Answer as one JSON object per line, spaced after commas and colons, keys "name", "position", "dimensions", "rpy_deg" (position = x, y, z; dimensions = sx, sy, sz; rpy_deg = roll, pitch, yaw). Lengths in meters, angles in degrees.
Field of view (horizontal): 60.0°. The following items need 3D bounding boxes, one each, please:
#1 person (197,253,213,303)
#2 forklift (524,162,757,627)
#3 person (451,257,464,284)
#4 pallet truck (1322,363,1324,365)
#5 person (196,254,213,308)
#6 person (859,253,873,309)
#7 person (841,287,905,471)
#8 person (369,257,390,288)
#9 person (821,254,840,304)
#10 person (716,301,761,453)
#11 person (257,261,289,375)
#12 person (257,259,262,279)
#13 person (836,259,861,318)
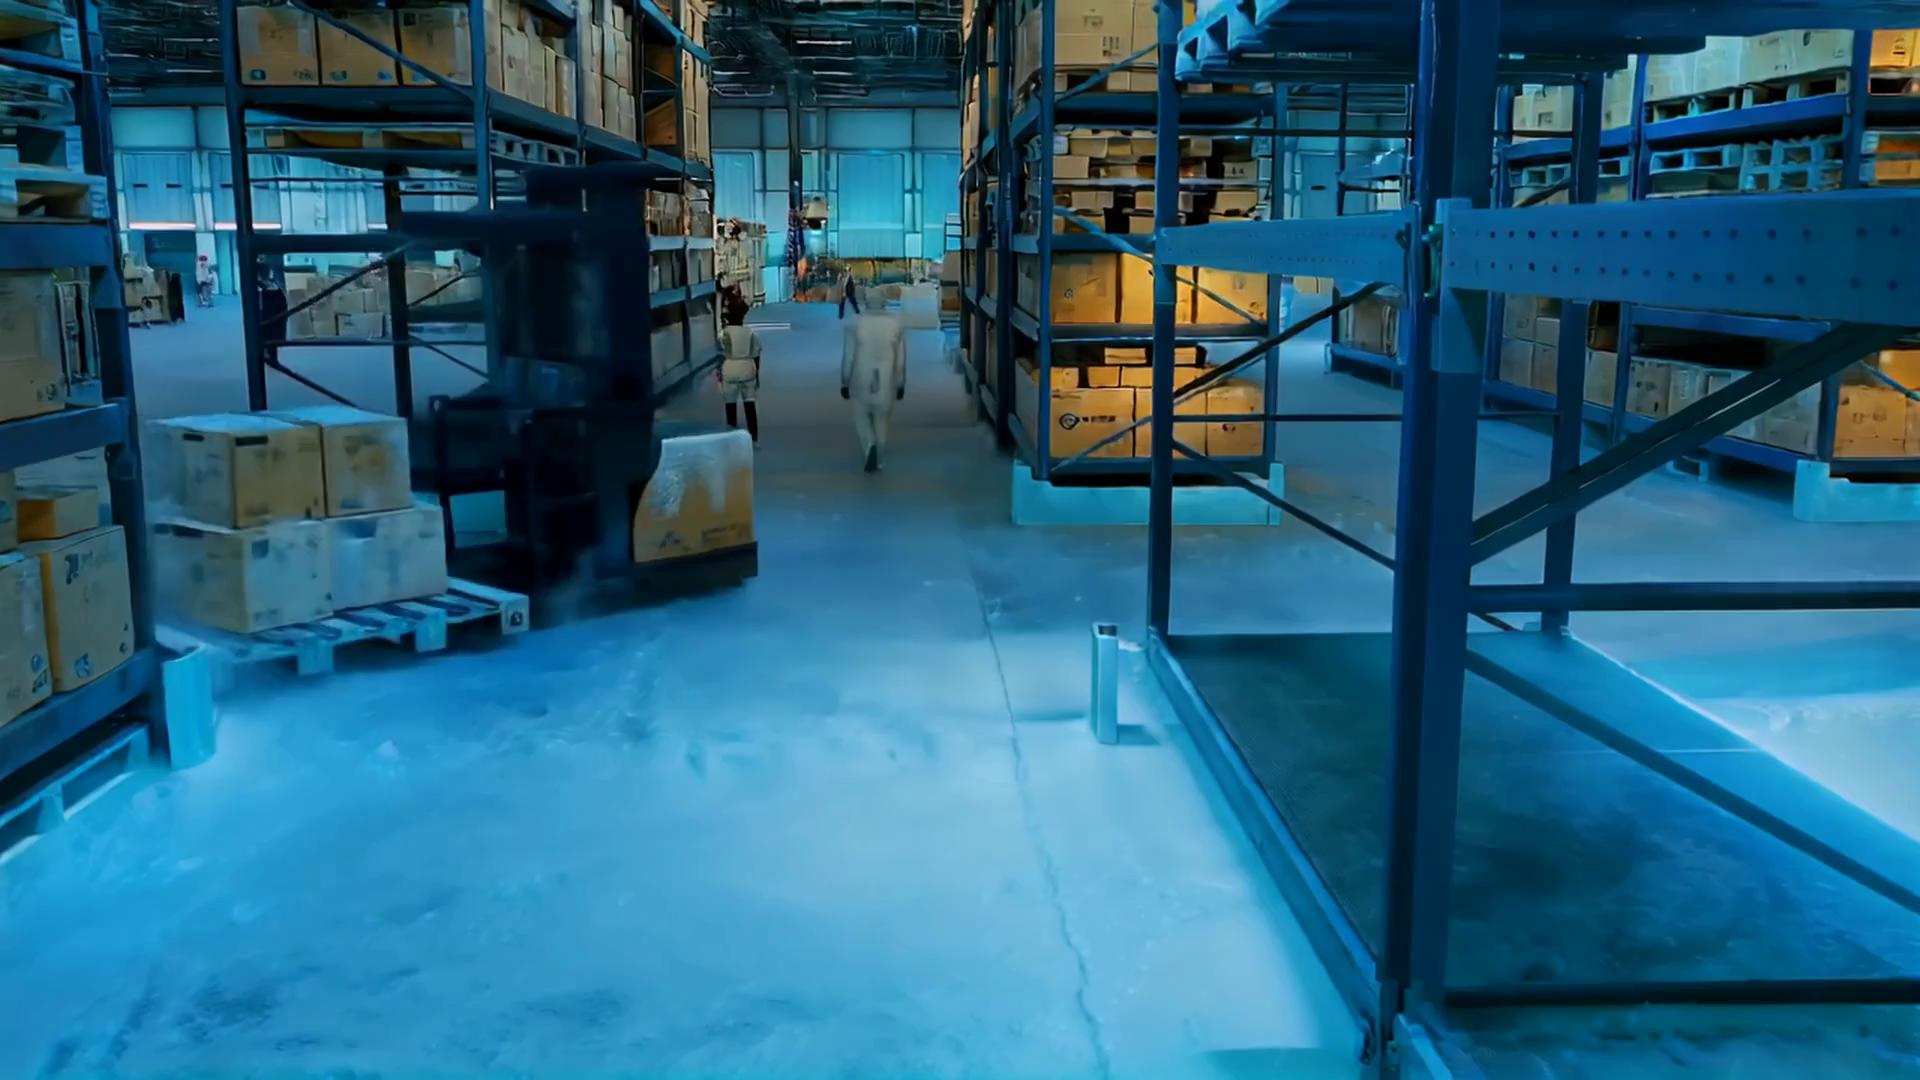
{"name": "person", "position": [-28.961, -10.026, 63.688], "dimensions": [0.903, 1.904, 0.556], "rpy_deg": [8, 13, 38]}
{"name": "forklift", "position": [-2.356, -1.017, 10.784], "dimensions": [1.129, 2.768, 1.873], "rpy_deg": [9, 14, 41]}
{"name": "person", "position": [-17.233, -8.864, 57.474], "dimensions": [0.866, 1.799, 0.621], "rpy_deg": [-8, 13, -39]}
{"name": "pallet truck", "position": [7.712, -4.157, 30.737], "dimensions": [1.885, 1.965, 0.823], "rpy_deg": [3, 11, 16]}
{"name": "person", "position": [-26.552, -9.082, 58.490], "dimensions": [0.651, 1.887, 0.634], "rpy_deg": [7, 13, 36]}
{"name": "person", "position": [-3.288, -8.996, 57.867], "dimensions": [0.355, 1.936, 0.635], "rpy_deg": [7, 12, 34]}
{"name": "person", "position": [-0.874, -1.621, 16.915], "dimensions": [0.655, 1.887, 0.731], "rpy_deg": [-2, 10, -10]}
{"name": "person", "position": [-16.963, -7.349, 48.820], "dimensions": [0.599, 1.882, 0.935], "rpy_deg": [-10, 14, -44]}
{"name": "person", "position": [-4.832, -9.819, 62.619], "dimensions": [1.011, 1.891, 0.549], "rpy_deg": [-7, 12, -35]}
{"name": "person", "position": [-2.448, -1.790, 18.390], "dimensions": [0.534, 1.697, 0.318], "rpy_deg": [-6, 12, -31]}
{"name": "person", "position": [-12.257, -3.938, 29.396], "dimensions": [0.754, 2.000, 0.698], "rpy_deg": [5, 11, 25]}
{"name": "person", "position": [-24.189, -8.832, 57.493], "dimensions": [0.493, 1.743, 0.295], "rpy_deg": [2, 10, 11]}
{"name": "person", "position": [-3.423, -7.722, 51.155], "dimensions": [0.944, 1.809, 0.524], "rpy_deg": [10, 14, 43]}
